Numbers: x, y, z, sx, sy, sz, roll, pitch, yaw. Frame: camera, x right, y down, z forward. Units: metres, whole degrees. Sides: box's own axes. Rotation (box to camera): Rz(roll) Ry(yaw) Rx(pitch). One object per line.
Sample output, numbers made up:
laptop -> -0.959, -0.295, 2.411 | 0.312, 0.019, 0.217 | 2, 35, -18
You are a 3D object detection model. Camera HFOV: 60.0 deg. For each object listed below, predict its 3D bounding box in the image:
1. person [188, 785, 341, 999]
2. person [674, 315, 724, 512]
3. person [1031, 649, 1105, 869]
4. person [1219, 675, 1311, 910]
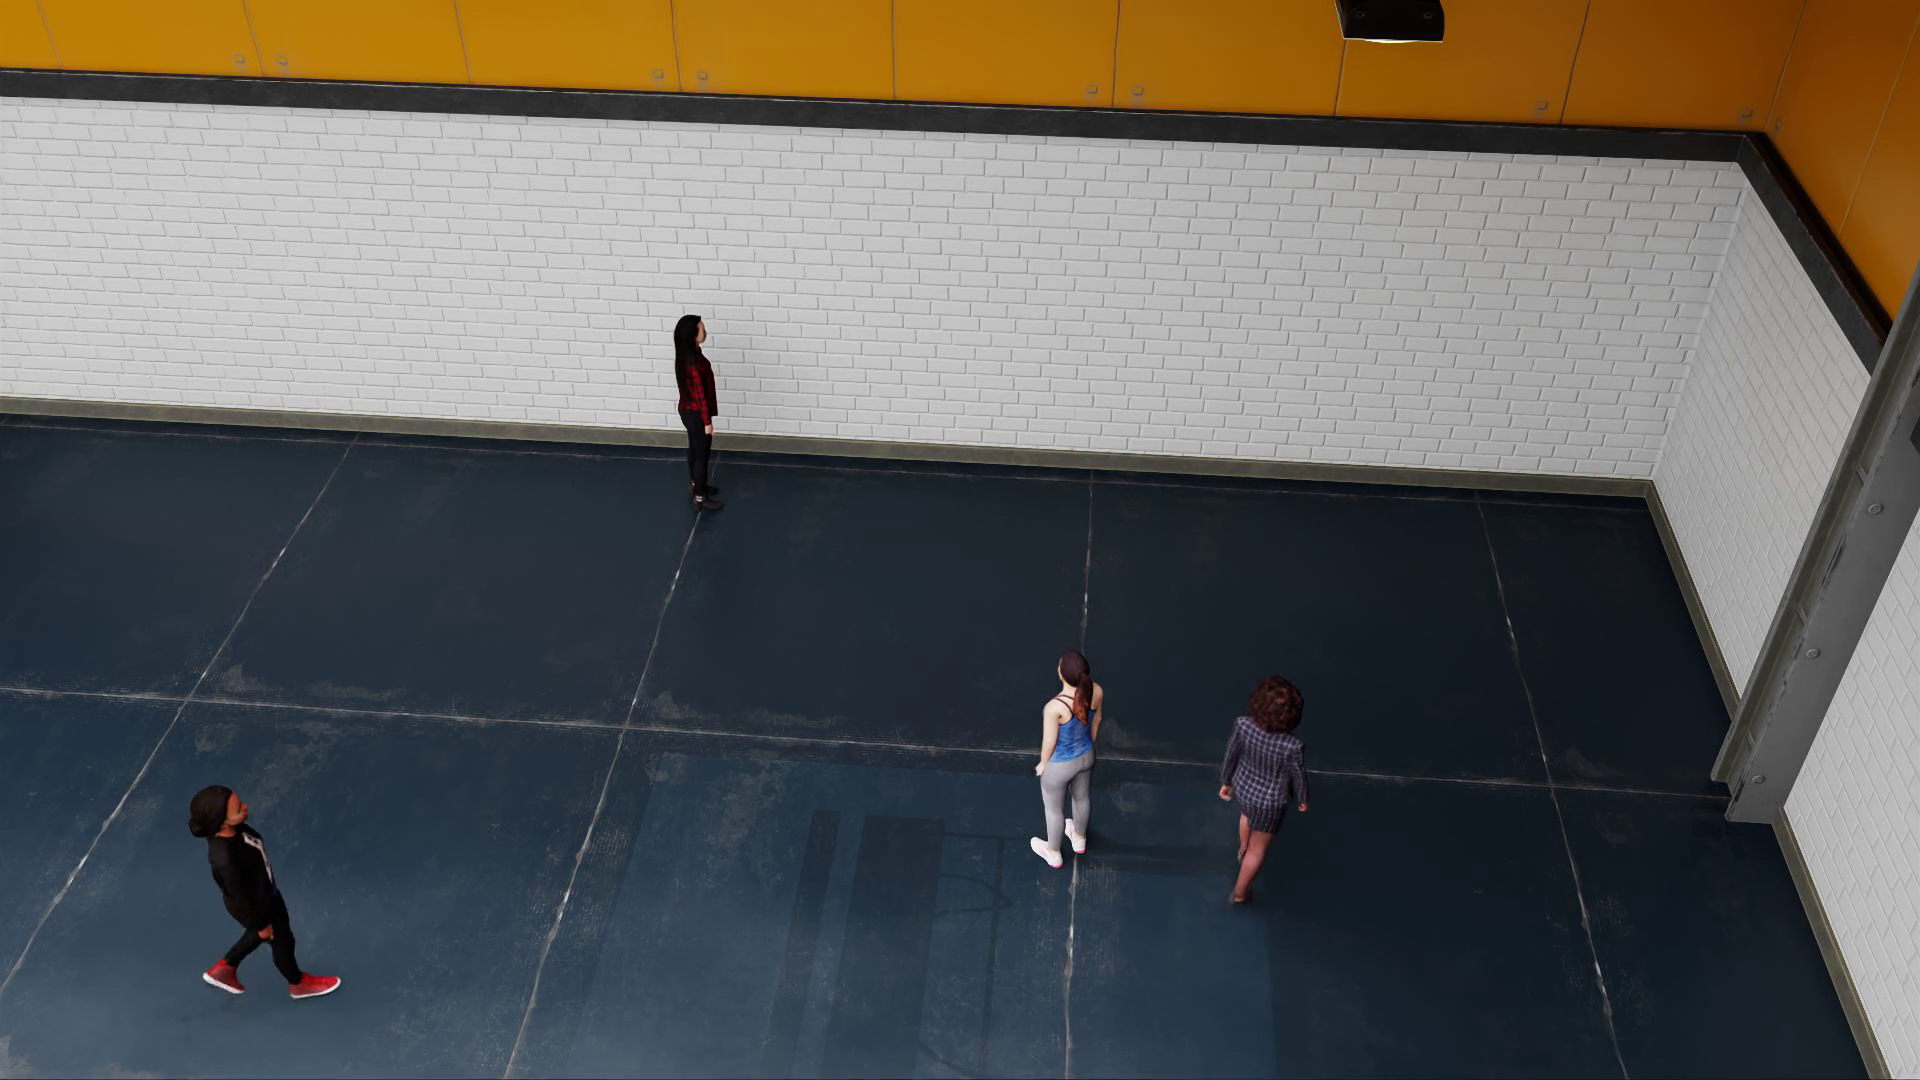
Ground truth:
person -> -3.807, 1.922, 8.799 | 0.876, 1.662, 0.925 | -12, 40, -15
person -> -1.978, -0.944, 12.397 | 0.715, 1.651, 0.594 | -14, 41, -17
person -> 0.630, 1.261, 9.669 | 0.663, 1.610, 0.709 | -22, 44, -25
person -> 1.648, 1.493, 9.320 | 0.806, 1.683, 0.868 | 29, 47, 31
